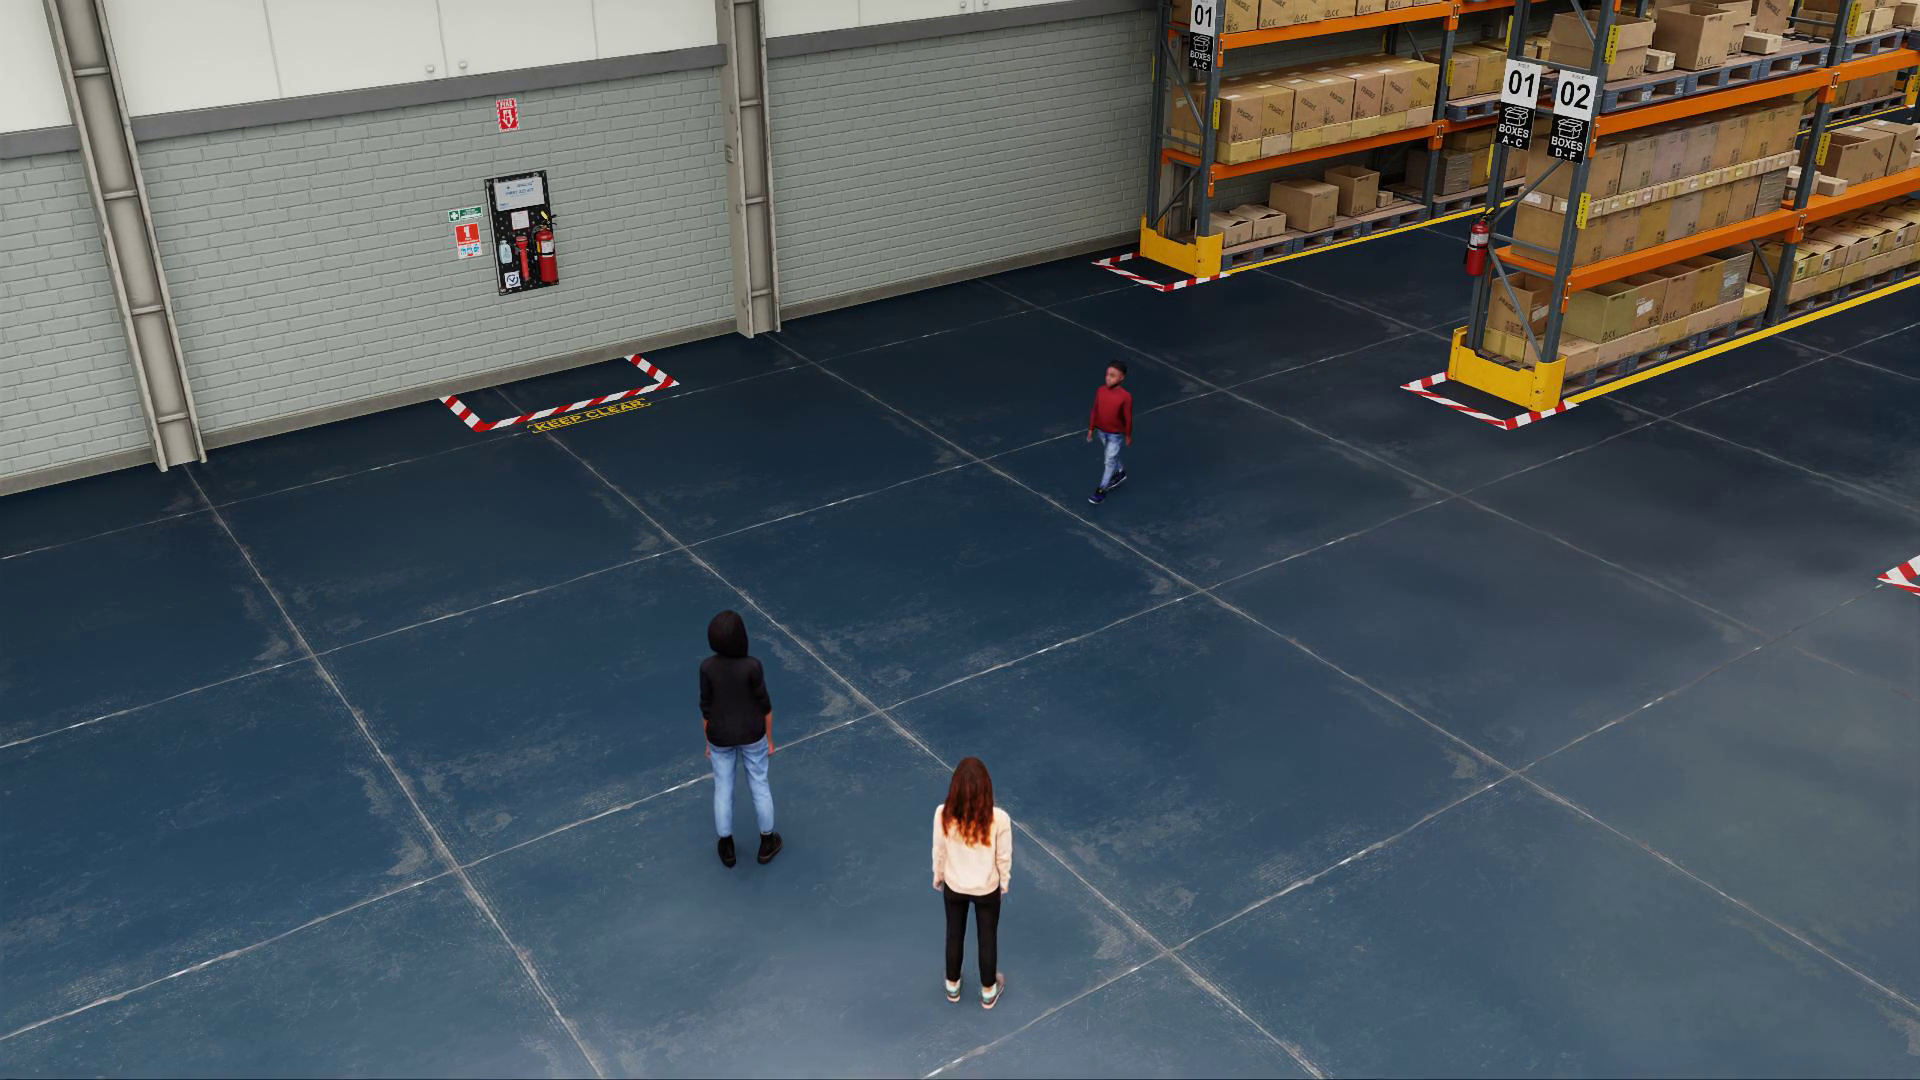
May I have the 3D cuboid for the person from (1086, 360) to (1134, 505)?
[{"bbox_3d":[1.335,-0.971,14.342,0.665,1.226,0.934,20,33,34],"label":"person"}]

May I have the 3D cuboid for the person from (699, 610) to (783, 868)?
[{"bbox_3d":[-1.295,1.158,9.687,0.633,1.701,0.722,-1,27,-2],"label":"person"}]

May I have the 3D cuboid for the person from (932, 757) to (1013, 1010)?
[{"bbox_3d":[0.059,1.793,8.698,0.638,1.478,0.691,6,28,11],"label":"person"}]
